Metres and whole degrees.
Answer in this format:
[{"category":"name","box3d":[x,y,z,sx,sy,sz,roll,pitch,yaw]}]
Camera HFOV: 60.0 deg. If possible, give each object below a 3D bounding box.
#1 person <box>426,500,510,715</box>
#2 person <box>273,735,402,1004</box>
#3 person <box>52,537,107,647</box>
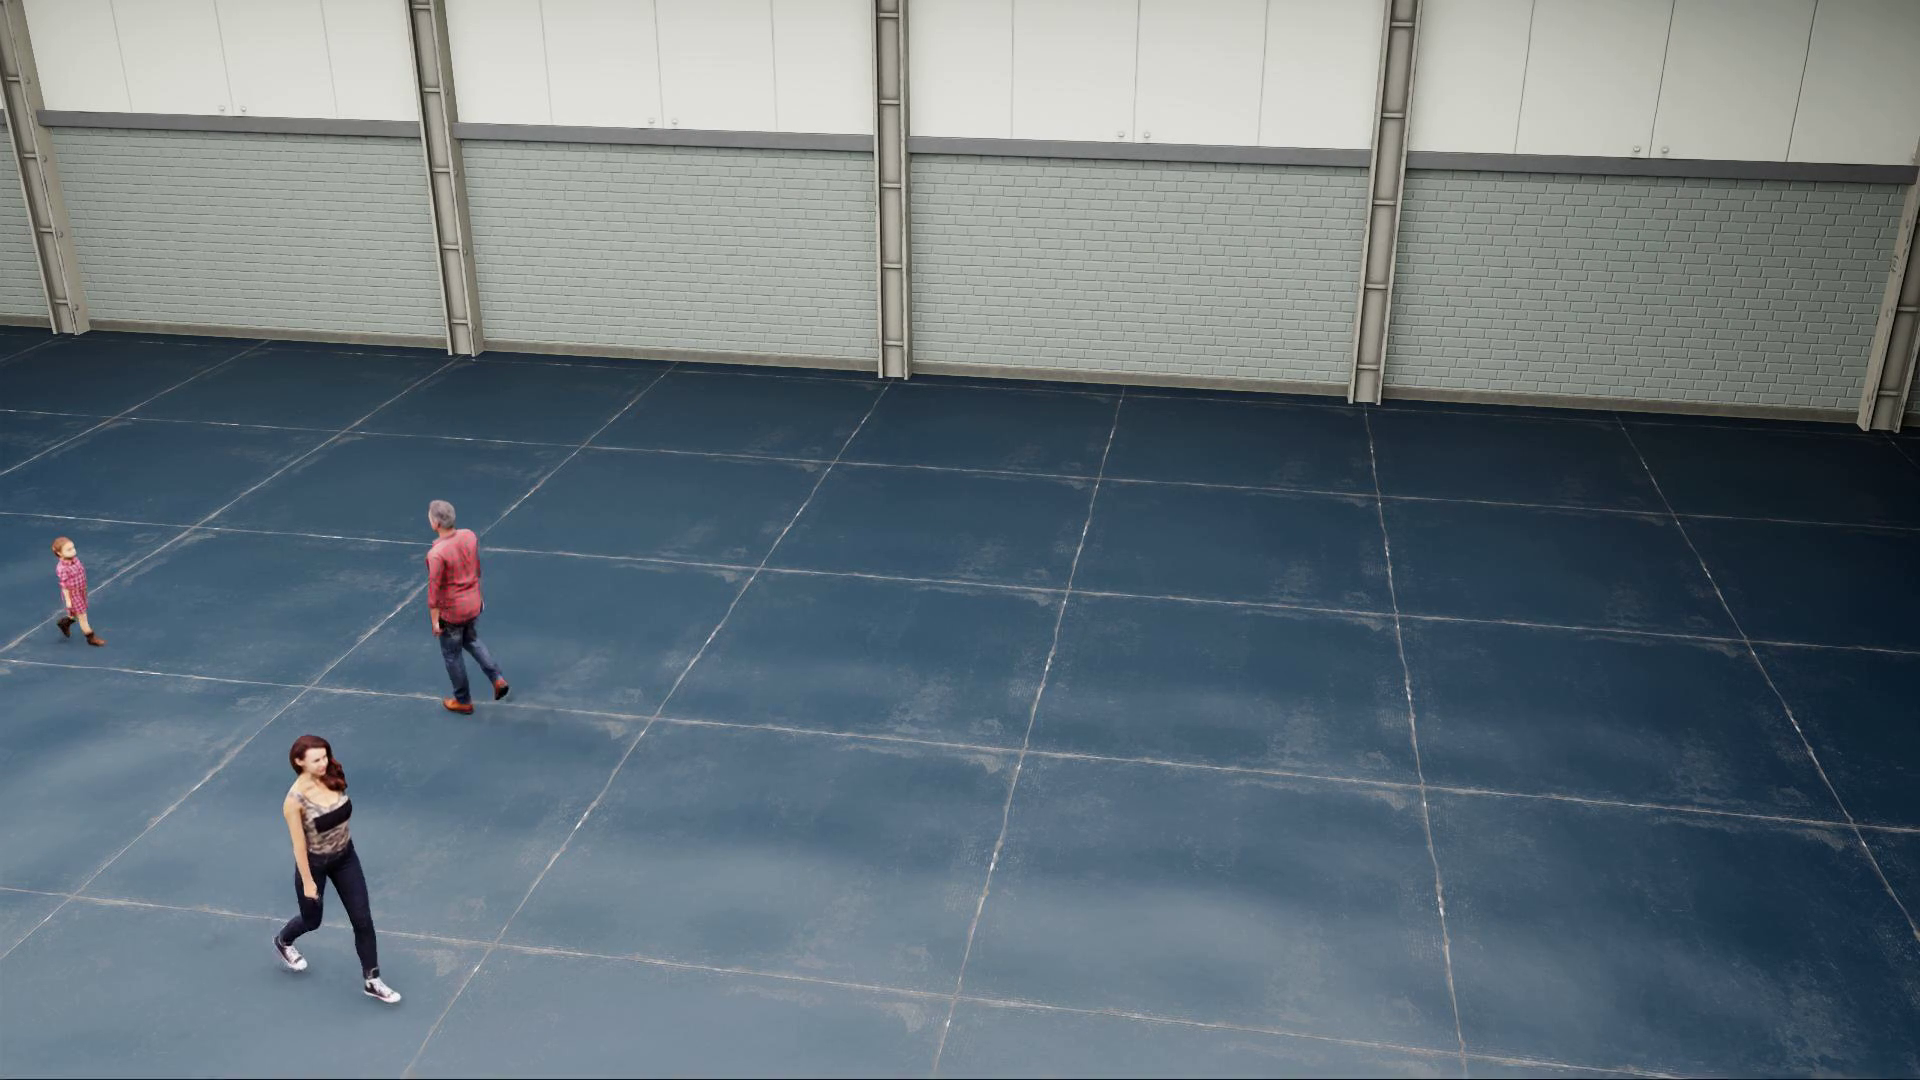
[{"category":"person","box3d":[-3.883,0.554,13.089,0.937,1.813,0.844,12,26,27]},{"category":"person","box3d":[-3.854,1.953,9.902,1.246,1.732,0.858,11,26,25]},{"category":"person","box3d":[-7.683,0.442,14.374,0.659,1.012,0.428,4,23,8]}]
